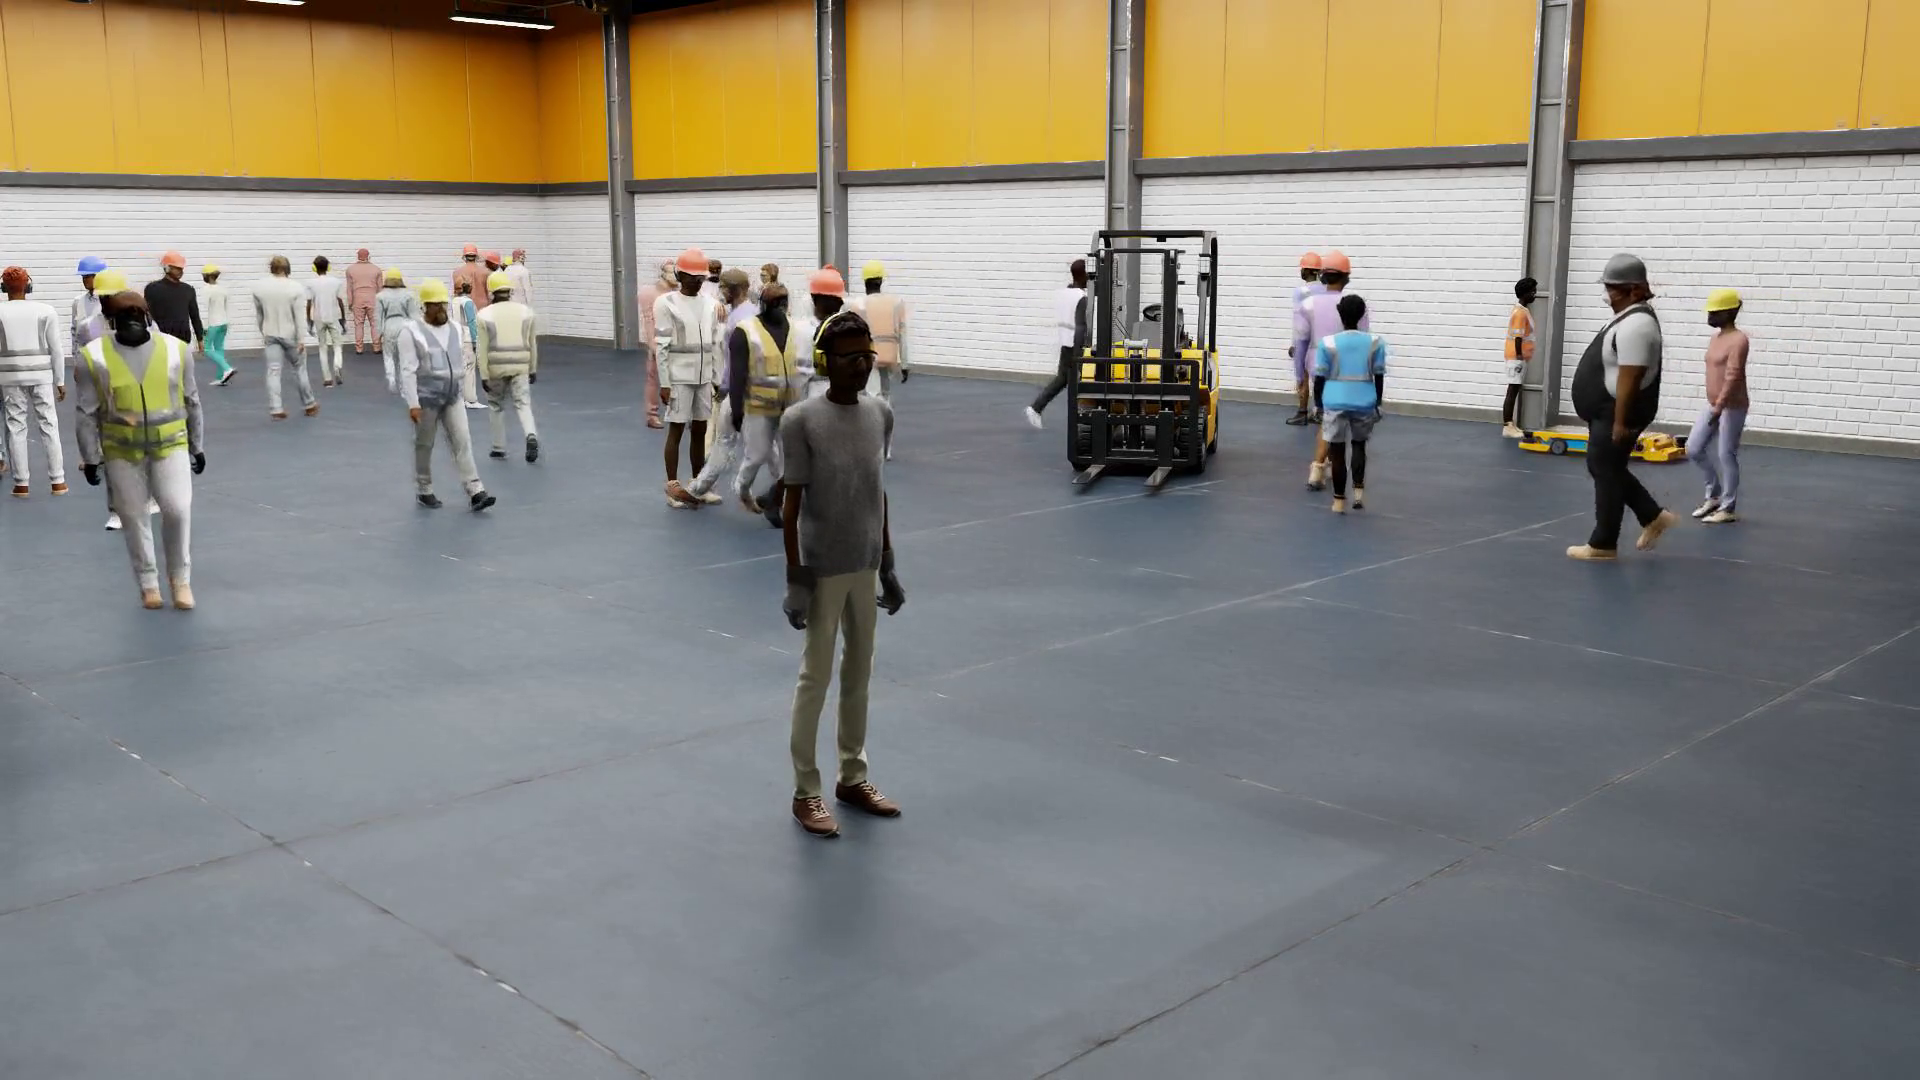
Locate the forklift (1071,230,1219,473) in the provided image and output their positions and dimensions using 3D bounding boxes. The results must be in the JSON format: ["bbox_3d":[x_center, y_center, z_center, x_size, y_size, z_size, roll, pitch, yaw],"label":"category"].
[{"bbox_3d":[1.804,-1.825,15.677,1.214,2.155,2.313,2,11,13],"label":"forklift"}]

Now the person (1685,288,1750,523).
[{"bbox_3d":[5.629,-0.980,12.304,0.414,1.747,0.525,-1,10,-5],"label":"person"}]

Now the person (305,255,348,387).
[{"bbox_3d":[-8.876,-3.057,23.313,0.553,1.857,0.525,-5,11,-25],"label":"person"}]

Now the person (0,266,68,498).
[{"bbox_3d":[-7.629,-1.286,13.591,0.572,1.883,0.356,-6,12,-31],"label":"person"}]

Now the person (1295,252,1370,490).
[{"bbox_3d":[3.159,-1.437,14.146,0.609,1.996,1.069,7,12,33],"label":"person"}]

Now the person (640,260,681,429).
[{"bbox_3d":[-3.145,-2.114,18.181,0.647,1.856,0.997,-9,14,-40],"label":"person"}]

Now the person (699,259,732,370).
[{"bbox_3d":[-3.185,-2.786,21.980,0.662,1.801,0.904,-9,14,-42],"label":"person"}]

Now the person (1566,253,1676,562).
[{"bbox_3d":[4.304,-0.858,10.823,0.626,2.000,0.708,4,11,22],"label":"person"}]

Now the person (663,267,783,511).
[{"bbox_3d":[-1.763,-1.138,12.765,1.049,1.880,0.653,-1,10,-3],"label":"person"}]

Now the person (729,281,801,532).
[{"bbox_3d":[-1.417,-0.985,12.162,0.661,1.813,0.780,-7,12,-33],"label":"person"}]

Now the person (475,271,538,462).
[{"bbox_3d":[-4.232,-1.615,15.598,0.594,1.805,0.777,-6,12,-29],"label":"person"}]

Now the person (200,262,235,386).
[{"bbox_3d":[-10.516,-3.040,23.505,0.417,1.749,0.540,2,11,12],"label":"person"}]

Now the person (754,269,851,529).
[{"bbox_3d":[-1.068,-0.975,11.876,0.889,1.907,0.545,3,11,14],"label":"person"}]

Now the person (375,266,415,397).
[{"bbox_3d":[-7.397,-2.720,21.831,0.491,1.731,0.478,-3,11,-16],"label":"person"}]

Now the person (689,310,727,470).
[{"bbox_3d":[-2.309,-1.470,15.388,0.521,1.591,0.856,4,11,22],"label":"person"}]

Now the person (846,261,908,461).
[{"bbox_3d":[-0.839,-1.725,15.998,0.608,1.872,0.973,-5,11,-23],"label":"person"}]

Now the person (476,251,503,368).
[{"bbox_3d":[-7.540,-3.692,26.711,0.651,1.879,0.605,0,10,1],"label":"person"}]

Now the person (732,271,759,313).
[{"bbox_3d":[-3.120,-3.036,23.835,0.494,1.624,0.279,-3,11,-15],"label":"person"}]

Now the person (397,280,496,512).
[{"bbox_3d":[-3.975,-1.093,12.788,0.929,1.782,0.612,9,14,42],"label":"person"}]

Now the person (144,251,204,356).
[{"bbox_3d":[-8.709,-2.238,18.595,0.993,1.943,0.623,6,12,31],"label":"person"}]

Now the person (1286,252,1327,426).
[{"bbox_3d":[3.920,-2.253,18.699,0.545,1.943,0.347,-6,12,-31],"label":"person"}]

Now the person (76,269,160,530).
[{"bbox_3d":[-6.219,-1.071,12.404,0.593,1.889,0.964,-2,11,-10],"label":"person"}]

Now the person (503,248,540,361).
[{"bbox_3d":[-7.446,-3.984,28.238,0.643,1.908,0.411,8,13,37],"label":"person"}]

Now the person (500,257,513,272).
[{"bbox_3d":[-7.788,-3.984,28.649,0.518,1.756,0.343,5,11,25],"label":"person"}]

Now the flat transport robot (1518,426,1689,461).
[{"bbox_3d":[6.260,-0.954,16.173,1.431,0.197,0.652,9,14,40],"label":"flat transport robot"}]

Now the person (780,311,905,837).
[{"bbox_3d":[-0.416,0.114,5.989,0.526,1.869,0.315,-10,14,-43],"label":"person"}]

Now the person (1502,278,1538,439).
[{"bbox_3d":[5.906,-1.918,17.560,0.318,1.691,0.530,4,11,19],"label":"person"}]

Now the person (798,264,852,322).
[{"bbox_3d":[-1.373,-1.943,17.297,0.586,1.846,0.992,-4,11,-23],"label":"person"}]

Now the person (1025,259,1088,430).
[{"bbox_3d":[1.194,-2.133,18.235,0.916,1.880,0.587,-5,11,-25],"label":"person"}]

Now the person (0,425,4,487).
[{"bbox_3d":[-5.509,-0.442,9.009,0.952,1.869,0.618,9,14,42],"label":"person"}]

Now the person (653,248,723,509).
[{"bbox_3d":[-2.101,-1.264,13.056,0.392,2.034,0.605,9,14,42],"label":"person"}]

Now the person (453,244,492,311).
[{"bbox_3d":[-7.591,-3.612,25.964,0.608,1.996,0.380,-6,12,-29],"label":"person"}]

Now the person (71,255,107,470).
[{"bbox_3d":[-7.781,-1.596,15.099,0.604,1.949,0.388,2,11,11],"label":"person"}]

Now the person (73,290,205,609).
[{"bbox_3d":[-4.612,-0.488,9.392,0.659,1.823,0.596,-6,12,-29],"label":"person"}]

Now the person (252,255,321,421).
[{"bbox_3d":[-7.846,-2.353,19.377,0.642,1.899,0.876,0,10,-1],"label":"person"}]

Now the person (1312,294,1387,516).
[{"bbox_3d":[2.954,-1.032,12.717,0.552,1.682,0.435,0,10,0],"label":"person"}]

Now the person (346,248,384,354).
[{"bbox_3d":[-10.678,-4.283,29.893,0.643,1.900,0.403,-4,11,-19],"label":"person"}]

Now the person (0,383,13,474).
[{"bbox_3d":[-8.590,-1.367,14.801,0.517,1.588,0.840,-6,12,-30],"label":"person"}]

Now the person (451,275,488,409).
[{"bbox_3d":[-6.089,-2.433,20.508,0.307,1.641,0.512,-9,14,-41],"label":"person"}]

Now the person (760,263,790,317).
[{"bbox_3d":[-2.312,-2.618,21.133,1.022,1.783,0.519,-7,12,-32],"label":"person"}]
